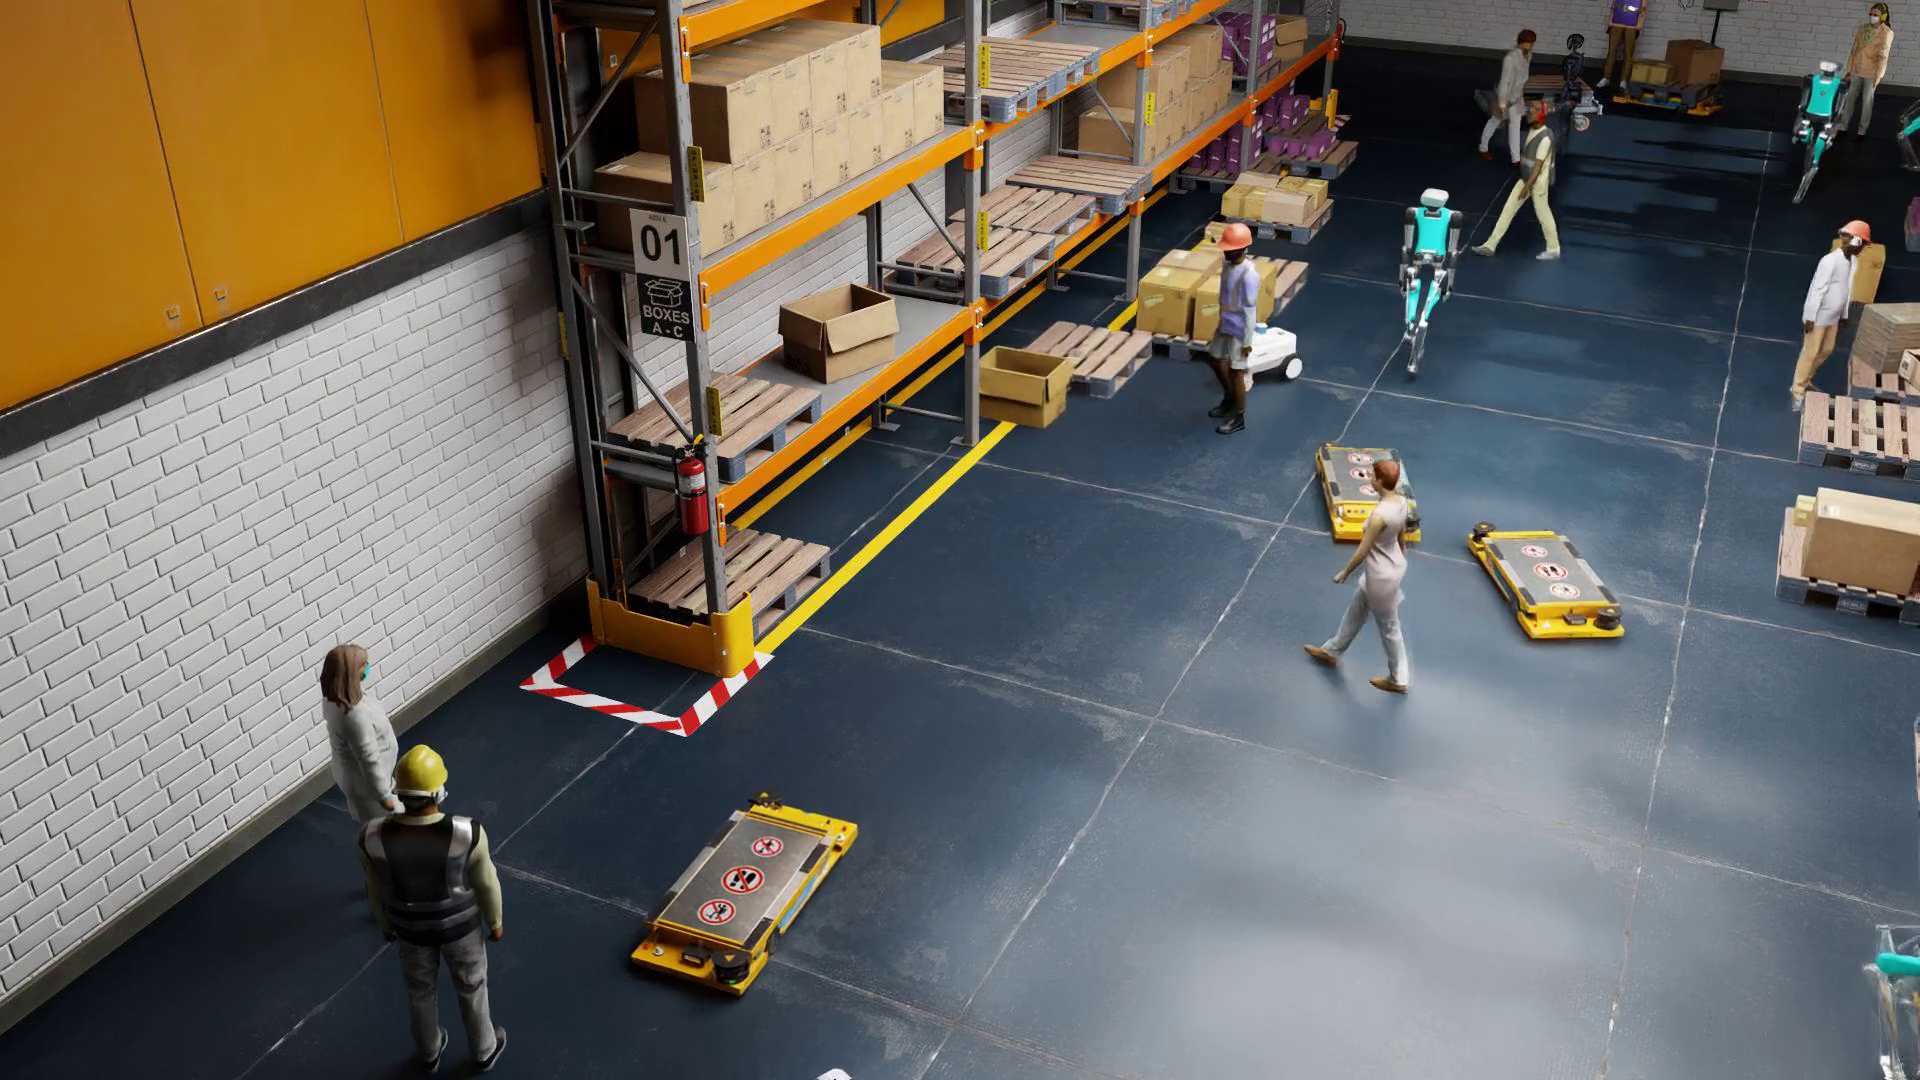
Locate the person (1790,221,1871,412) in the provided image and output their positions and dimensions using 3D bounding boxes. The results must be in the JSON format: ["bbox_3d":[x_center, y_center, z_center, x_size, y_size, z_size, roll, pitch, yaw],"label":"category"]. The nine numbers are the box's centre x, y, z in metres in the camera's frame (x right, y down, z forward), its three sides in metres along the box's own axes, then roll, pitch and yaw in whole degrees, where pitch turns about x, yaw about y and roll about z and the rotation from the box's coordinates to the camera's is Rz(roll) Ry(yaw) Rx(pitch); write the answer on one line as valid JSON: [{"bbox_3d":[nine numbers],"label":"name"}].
[{"bbox_3d":[7.781,-2.018,14.963,0.651,1.703,0.344,-20,34,-32],"label":"person"}]

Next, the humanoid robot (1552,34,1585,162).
[{"bbox_3d":[8.096,-5.898,22.166,0.315,1.657,0.599,14,31,24],"label":"humanoid robot"}]

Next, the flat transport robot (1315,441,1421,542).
[{"bbox_3d":[3.289,-0.402,13.473,0.659,0.231,1.431,2,28,4],"label":"flat transport robot"}]

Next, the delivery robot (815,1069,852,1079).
[{"bbox_3d":[-0.748,2.708,7.393,0.754,0.583,0.499,-22,35,-35],"label":"delivery robot"}]

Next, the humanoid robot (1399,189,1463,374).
[{"bbox_3d":[4.322,-2.347,15.586,0.546,1.762,1.039,12,31,21],"label":"humanoid robot"}]

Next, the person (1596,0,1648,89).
[{"bbox_3d":[10.331,-7.998,25.809,0.533,1.931,0.409,19,34,31],"label":"person"}]

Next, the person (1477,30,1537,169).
[{"bbox_3d":[7.273,-5.828,21.959,0.546,1.778,0.945,-17,32,-28],"label":"person"}]

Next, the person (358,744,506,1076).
[{"bbox_3d":[-2.448,1.766,7.826,0.598,1.821,0.404,-2,28,-4],"label":"person"}]

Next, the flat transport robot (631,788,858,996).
[{"bbox_3d":[-1.161,1.909,9.188,0.659,0.231,1.431,11,30,19],"label":"flat transport robot"}]

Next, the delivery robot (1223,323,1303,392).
[{"bbox_3d":[2.839,-1.745,15.682,0.812,0.614,0.499,-19,34,-31],"label":"delivery robot"}]

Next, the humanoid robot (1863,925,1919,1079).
[{"bbox_3d":[4.585,1.843,7.759,0.532,1.784,0.743,-16,32,-26],"label":"humanoid robot"}]

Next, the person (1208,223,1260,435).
[{"bbox_3d":[2.353,-1.836,14.393,0.437,1.919,0.573,-9,29,-15],"label":"person"}]

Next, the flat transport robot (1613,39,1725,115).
[{"bbox_3d":[10.665,-6.635,25.031,1.431,0.231,0.659,22,35,35],"label":"flat transport robot"}]

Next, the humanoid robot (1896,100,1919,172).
[{"bbox_3d":[12.550,-5.655,21.658,0.670,1.787,0.531,9,30,16],"label":"humanoid robot"}]

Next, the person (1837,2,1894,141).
[{"bbox_3d":[12.599,-6.511,23.126,0.391,1.869,0.554,-15,32,-25],"label":"person"}]

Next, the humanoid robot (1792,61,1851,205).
[{"bbox_3d":[10.714,-5.122,20.709,0.530,1.774,0.990,20,34,33],"label":"humanoid robot"}]

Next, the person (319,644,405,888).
[{"bbox_3d":[-3.158,1.279,8.895,0.338,1.657,0.489,-17,33,-29],"label":"person"}]

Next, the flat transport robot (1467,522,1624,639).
[{"bbox_3d":[4.277,0.283,12.203,0.659,0.231,1.431,-1,28,-3],"label":"flat transport robot"}]

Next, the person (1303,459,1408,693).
[{"bbox_3d":[2.658,0.212,10.898,0.829,1.612,0.415,16,32,27],"label":"person"}]

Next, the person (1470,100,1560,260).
[{"bbox_3d":[6.348,-3.988,18.519,1.007,1.788,0.569,-4,29,-7],"label":"person"}]
